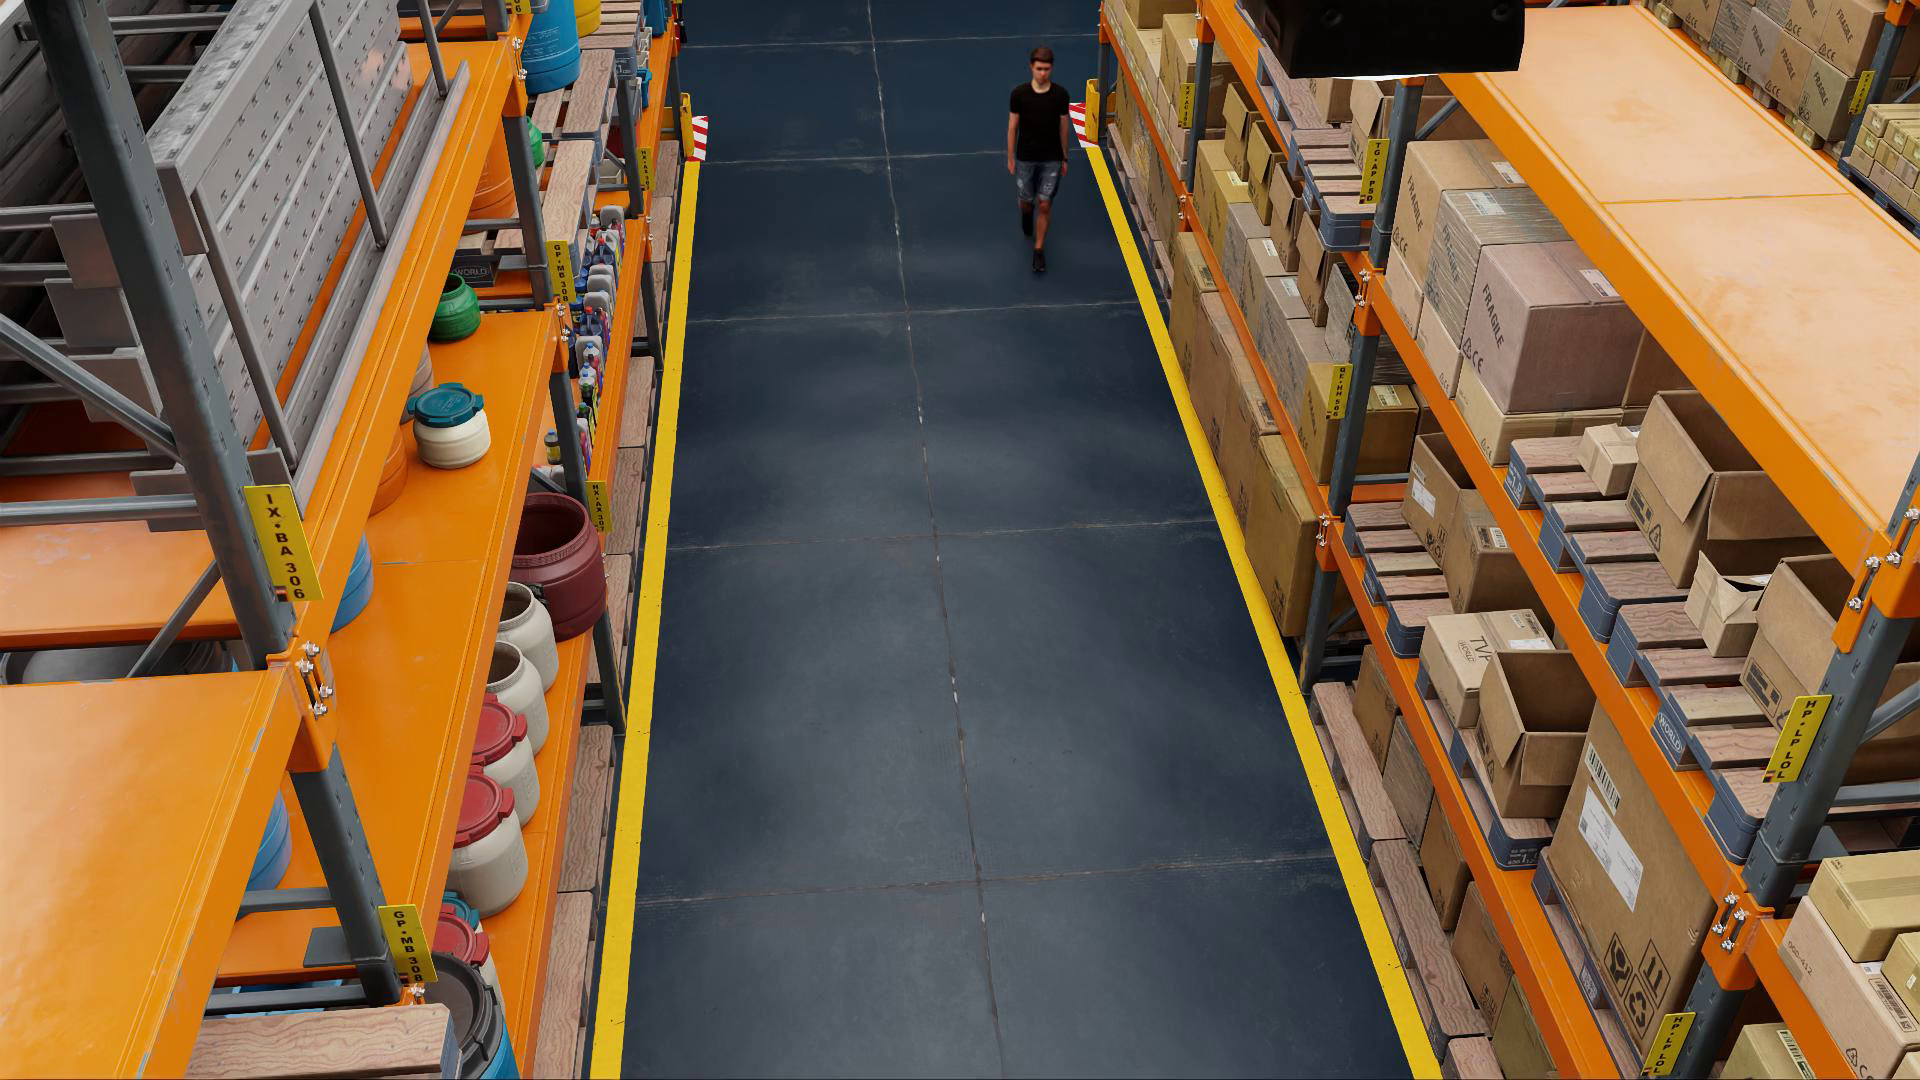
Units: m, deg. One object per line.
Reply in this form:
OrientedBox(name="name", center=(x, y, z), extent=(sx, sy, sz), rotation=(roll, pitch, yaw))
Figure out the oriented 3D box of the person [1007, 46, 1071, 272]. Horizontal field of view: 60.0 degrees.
OrientedBox(name="person", center=(0.648, -3.170, 13.674), extent=(0.720, 1.830, 1.004), rotation=(1, 37, 1))
